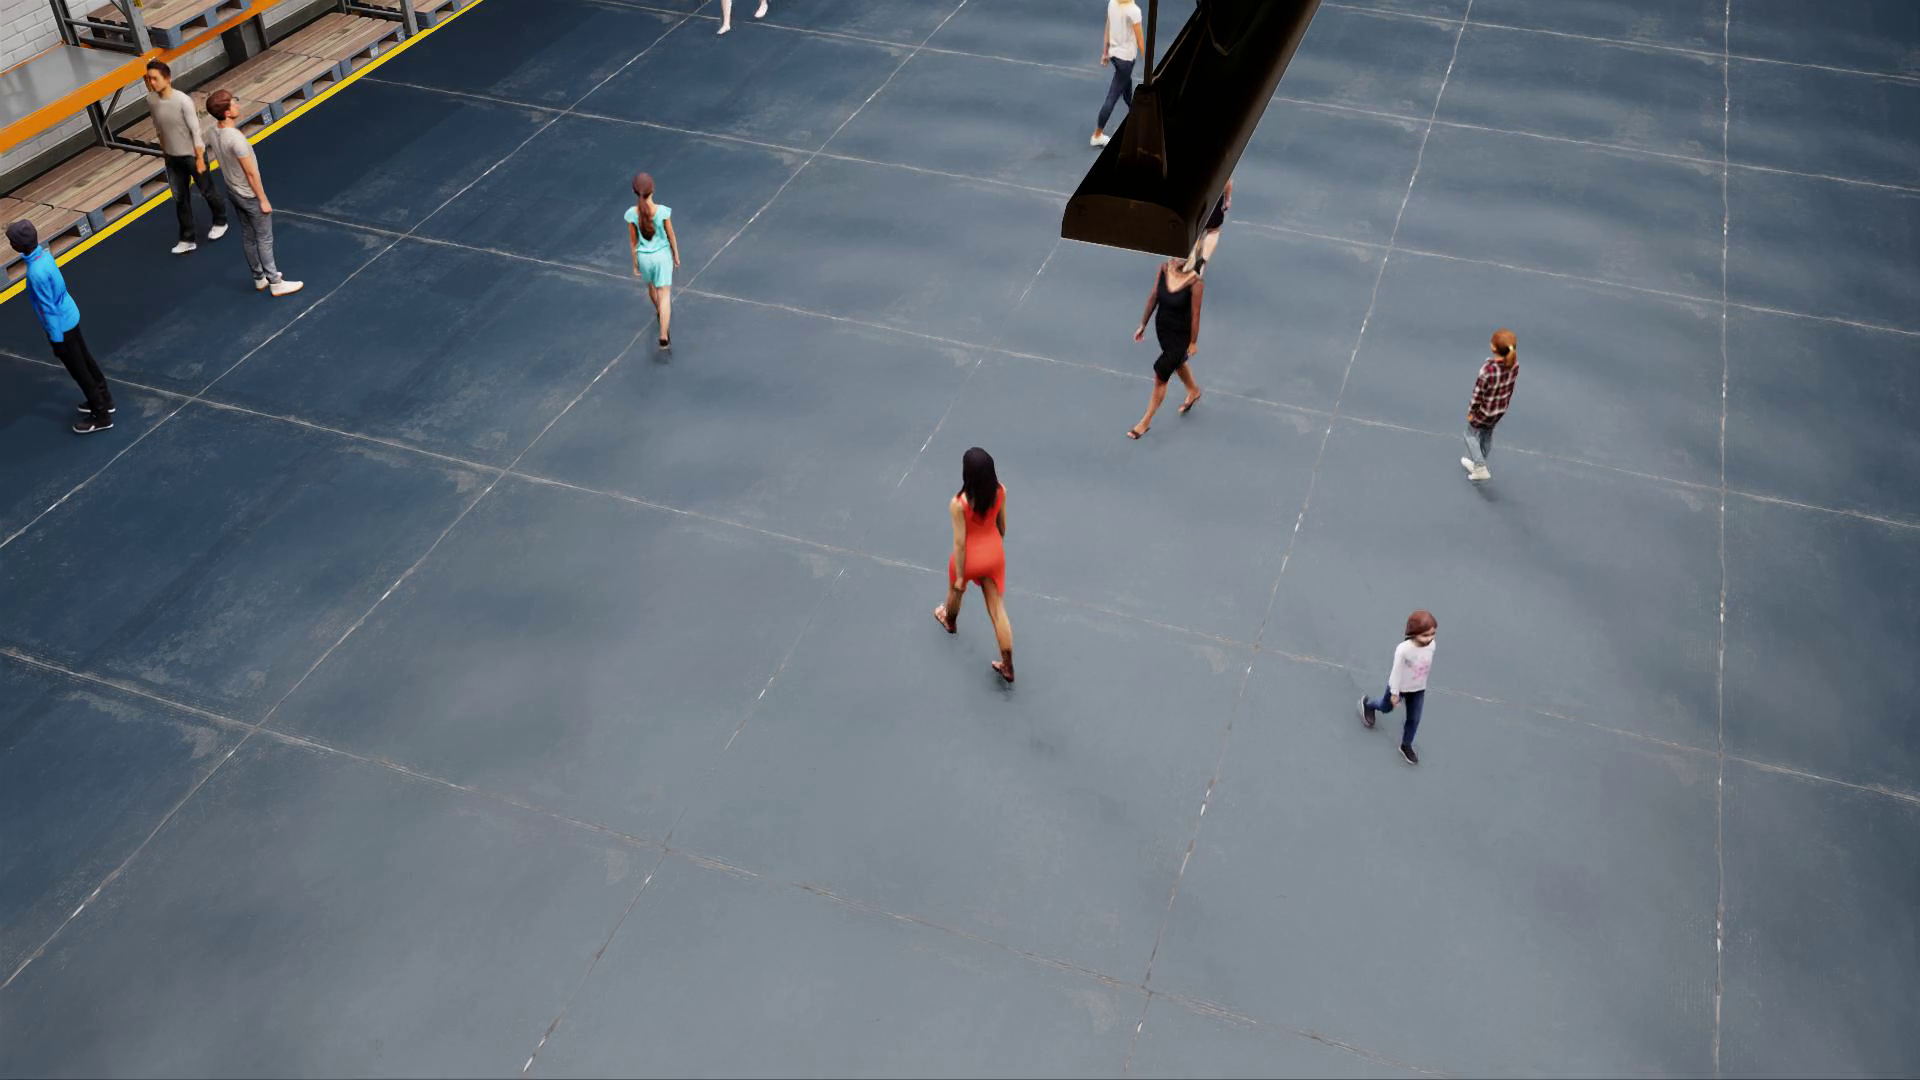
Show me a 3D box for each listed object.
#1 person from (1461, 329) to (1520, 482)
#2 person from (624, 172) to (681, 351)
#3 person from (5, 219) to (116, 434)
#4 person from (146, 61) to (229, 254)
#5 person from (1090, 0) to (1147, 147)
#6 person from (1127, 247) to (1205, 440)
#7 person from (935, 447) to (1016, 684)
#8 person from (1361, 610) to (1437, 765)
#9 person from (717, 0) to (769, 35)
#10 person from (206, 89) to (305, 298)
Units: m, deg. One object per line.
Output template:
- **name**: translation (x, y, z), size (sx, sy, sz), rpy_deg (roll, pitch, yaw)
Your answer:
- **person**: translation (4.012, -0.975, 12.513), size (0.700, 1.303, 0.765), rpy_deg (-11, 40, -13)
- **person**: translation (-2.572, -2.324, 14.026), size (0.845, 1.524, 1.139), rpy_deg (-2, 39, -2)
- **person**: translation (-7.011, -1.688, 13.012), size (0.746, 1.796, 0.668), rpy_deg (-12, 40, -15)
- **person**: translation (-7.127, -3.617, 15.431), size (0.785, 1.790, 1.034), rpy_deg (7, 39, 8)
- **person**: translation (1.583, -4.871, 17.021), size (1.185, 1.767, 1.074), rpy_deg (-19, 43, -23)
- **person**: translation (1.732, -1.632, 13.020), size (1.153, 1.698, 0.999), rpy_deg (-24, 45, -27)
- **person**: translation (0.171, 0.196, 10.754), size (1.125, 1.669, 1.131), rpy_deg (-19, 42, -22)
- **person**: translation (2.760, 0.854, 10.388), size (0.692, 1.097, 0.813), rpy_deg (-10, 40, -12)
- **person**: translation (-2.572, -6.921, 19.620), size (0.699, 1.726, 1.151), rpy_deg (19, 43, 23)
- **person**: translation (-6.285, -3.050, 14.634), size (0.731, 1.898, 0.687), rpy_deg (28, 46, 30)
